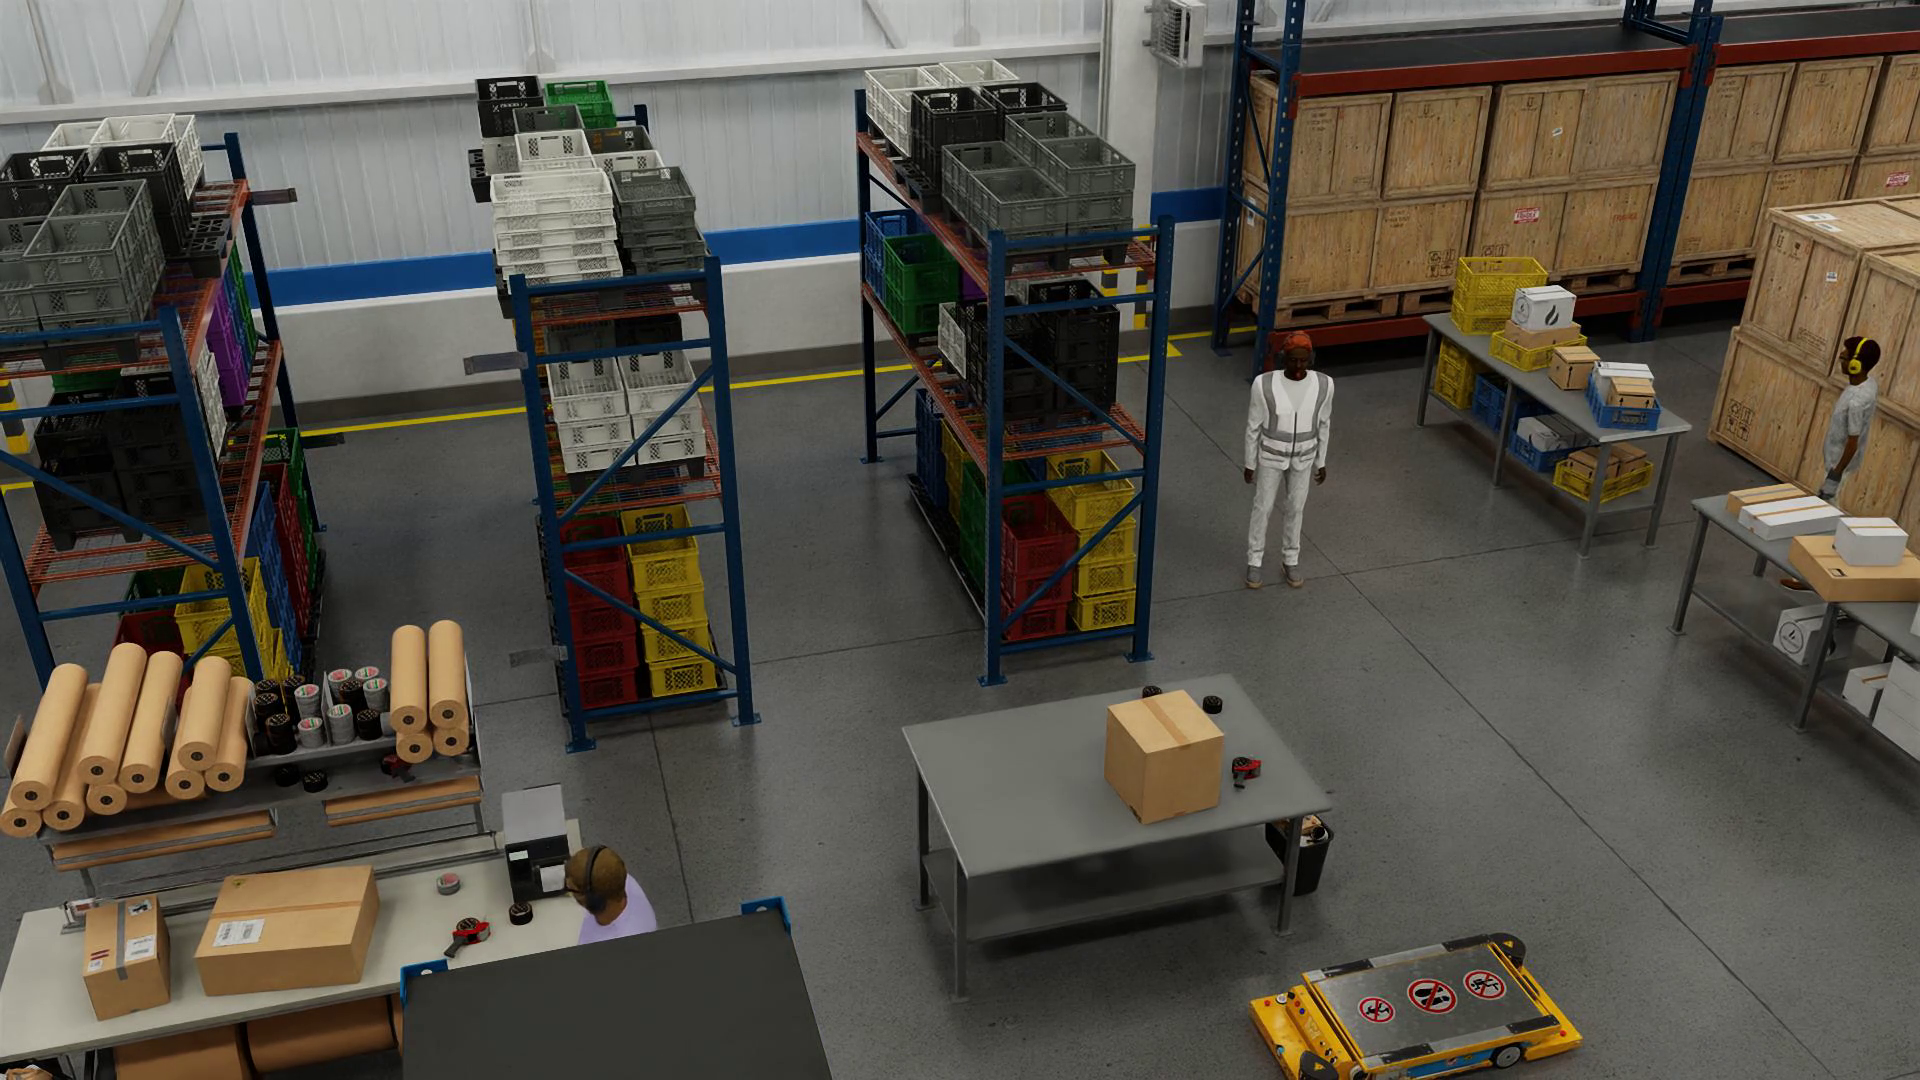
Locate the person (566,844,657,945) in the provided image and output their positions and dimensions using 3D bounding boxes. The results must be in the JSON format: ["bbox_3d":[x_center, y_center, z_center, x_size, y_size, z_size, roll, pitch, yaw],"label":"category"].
[{"bbox_3d":[-1.343,2.015,6.751,0.369,1.936,0.630,-7,29,-12],"label":"person"}]

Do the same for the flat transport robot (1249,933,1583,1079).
[{"bbox_3d":[2.184,2.282,7.980,1.431,0.197,0.652,-8,30,-14],"label":"flat transport robot"}]

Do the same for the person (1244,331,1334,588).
[{"bbox_3d":[2.246,-0.547,11.465,0.584,1.882,0.345,-1,29,-3],"label":"person"}]

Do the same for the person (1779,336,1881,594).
[{"bbox_3d":[6.009,-0.508,11.415,0.315,1.865,0.526,16,32,26],"label":"person"}]
